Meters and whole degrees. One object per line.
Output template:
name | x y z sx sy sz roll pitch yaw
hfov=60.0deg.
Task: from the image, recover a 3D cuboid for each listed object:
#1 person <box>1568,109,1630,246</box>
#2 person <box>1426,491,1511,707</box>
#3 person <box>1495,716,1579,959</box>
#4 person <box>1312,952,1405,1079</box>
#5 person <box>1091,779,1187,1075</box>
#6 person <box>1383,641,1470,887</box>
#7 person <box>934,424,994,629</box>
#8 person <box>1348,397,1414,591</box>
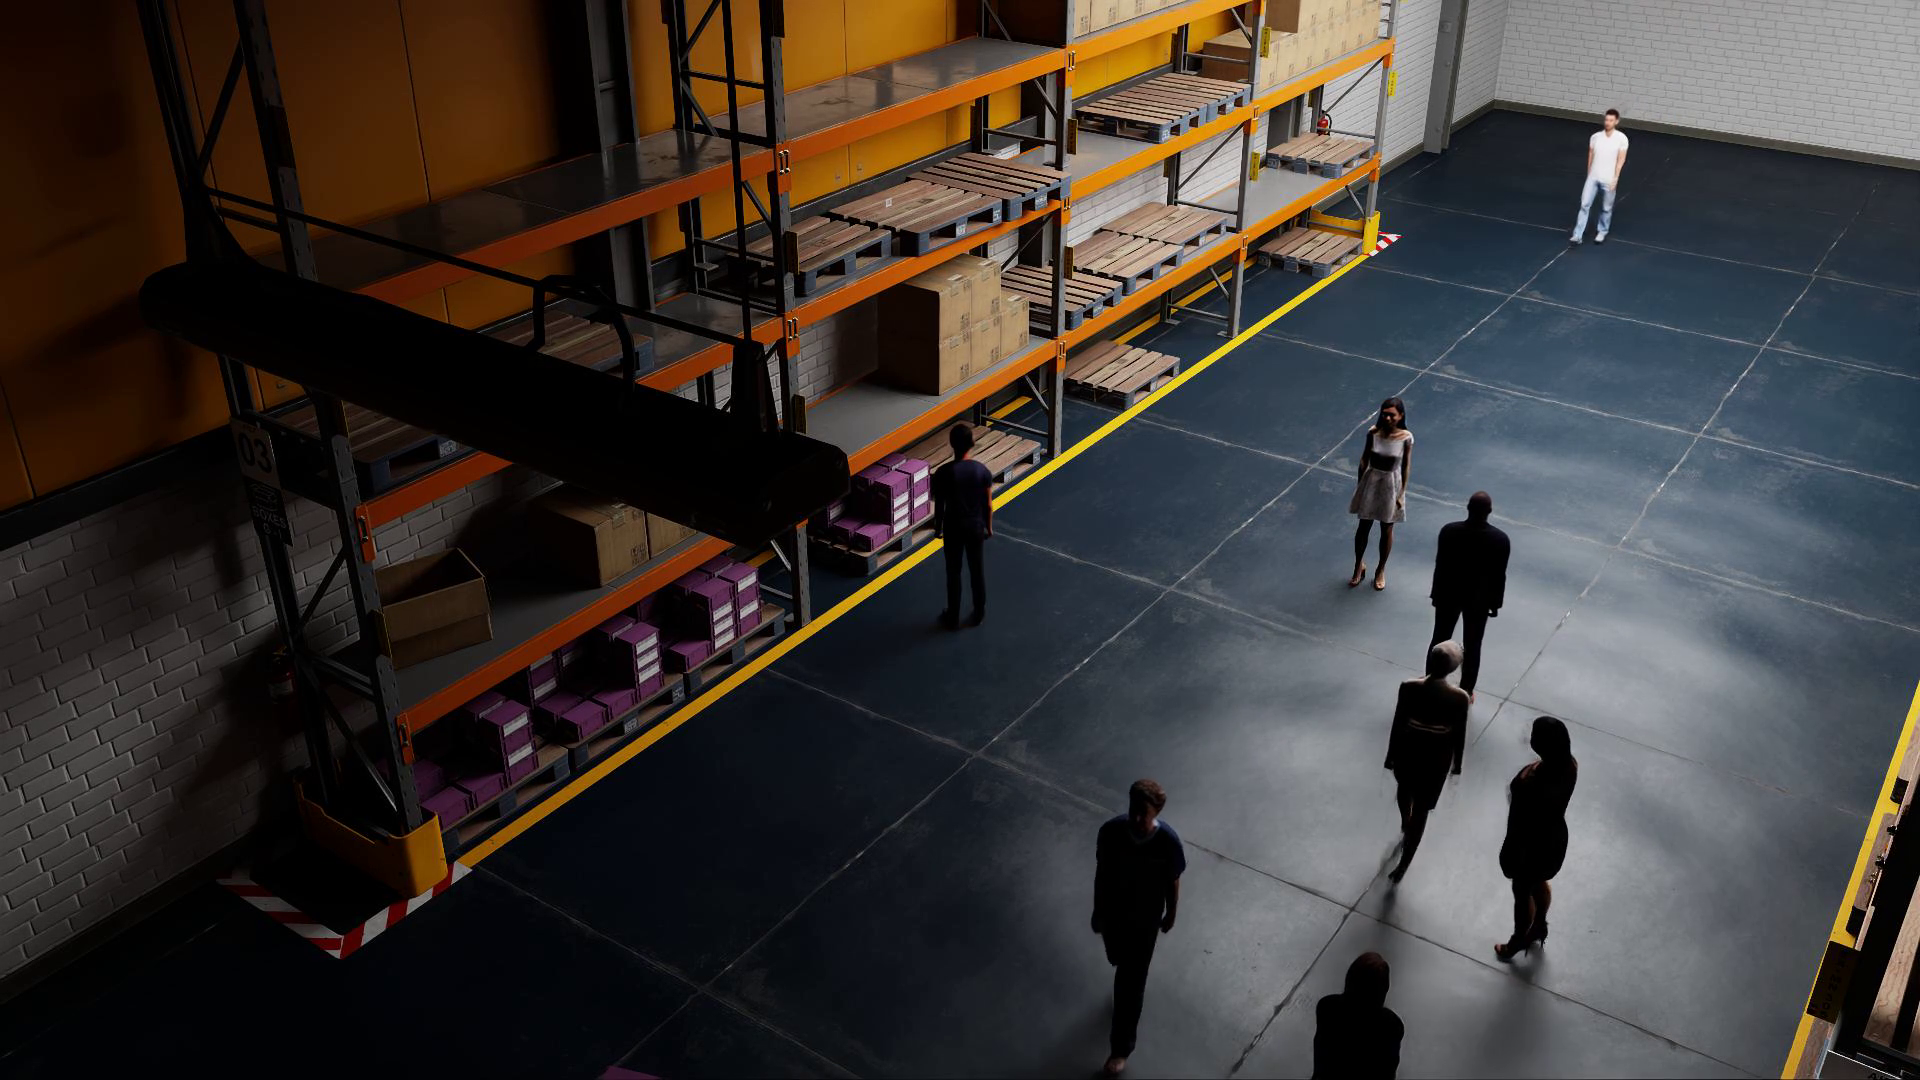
person | 8.716 -4.886 22.453 0.703 1.820 1.085 20 34 32
person | 3.833 0.458 12.662 0.743 1.815 0.674 11 30 19
person | 3.567 1.849 10.226 0.761 1.706 0.550 22 36 35
person | 2.002 2.797 8.490 0.622 1.705 0.559 12 31 20
person | 1.008 2.110 9.606 0.783 1.842 1.176 13 31 22
person | 3.012 1.496 10.870 0.787 1.708 1.153 11 30 19
person | 0.027 -0.108 13.729 0.709 1.788 0.763 -4 29 -8
person | 3.612 -0.402 14.281 0.713 1.775 0.716 10 30 18
